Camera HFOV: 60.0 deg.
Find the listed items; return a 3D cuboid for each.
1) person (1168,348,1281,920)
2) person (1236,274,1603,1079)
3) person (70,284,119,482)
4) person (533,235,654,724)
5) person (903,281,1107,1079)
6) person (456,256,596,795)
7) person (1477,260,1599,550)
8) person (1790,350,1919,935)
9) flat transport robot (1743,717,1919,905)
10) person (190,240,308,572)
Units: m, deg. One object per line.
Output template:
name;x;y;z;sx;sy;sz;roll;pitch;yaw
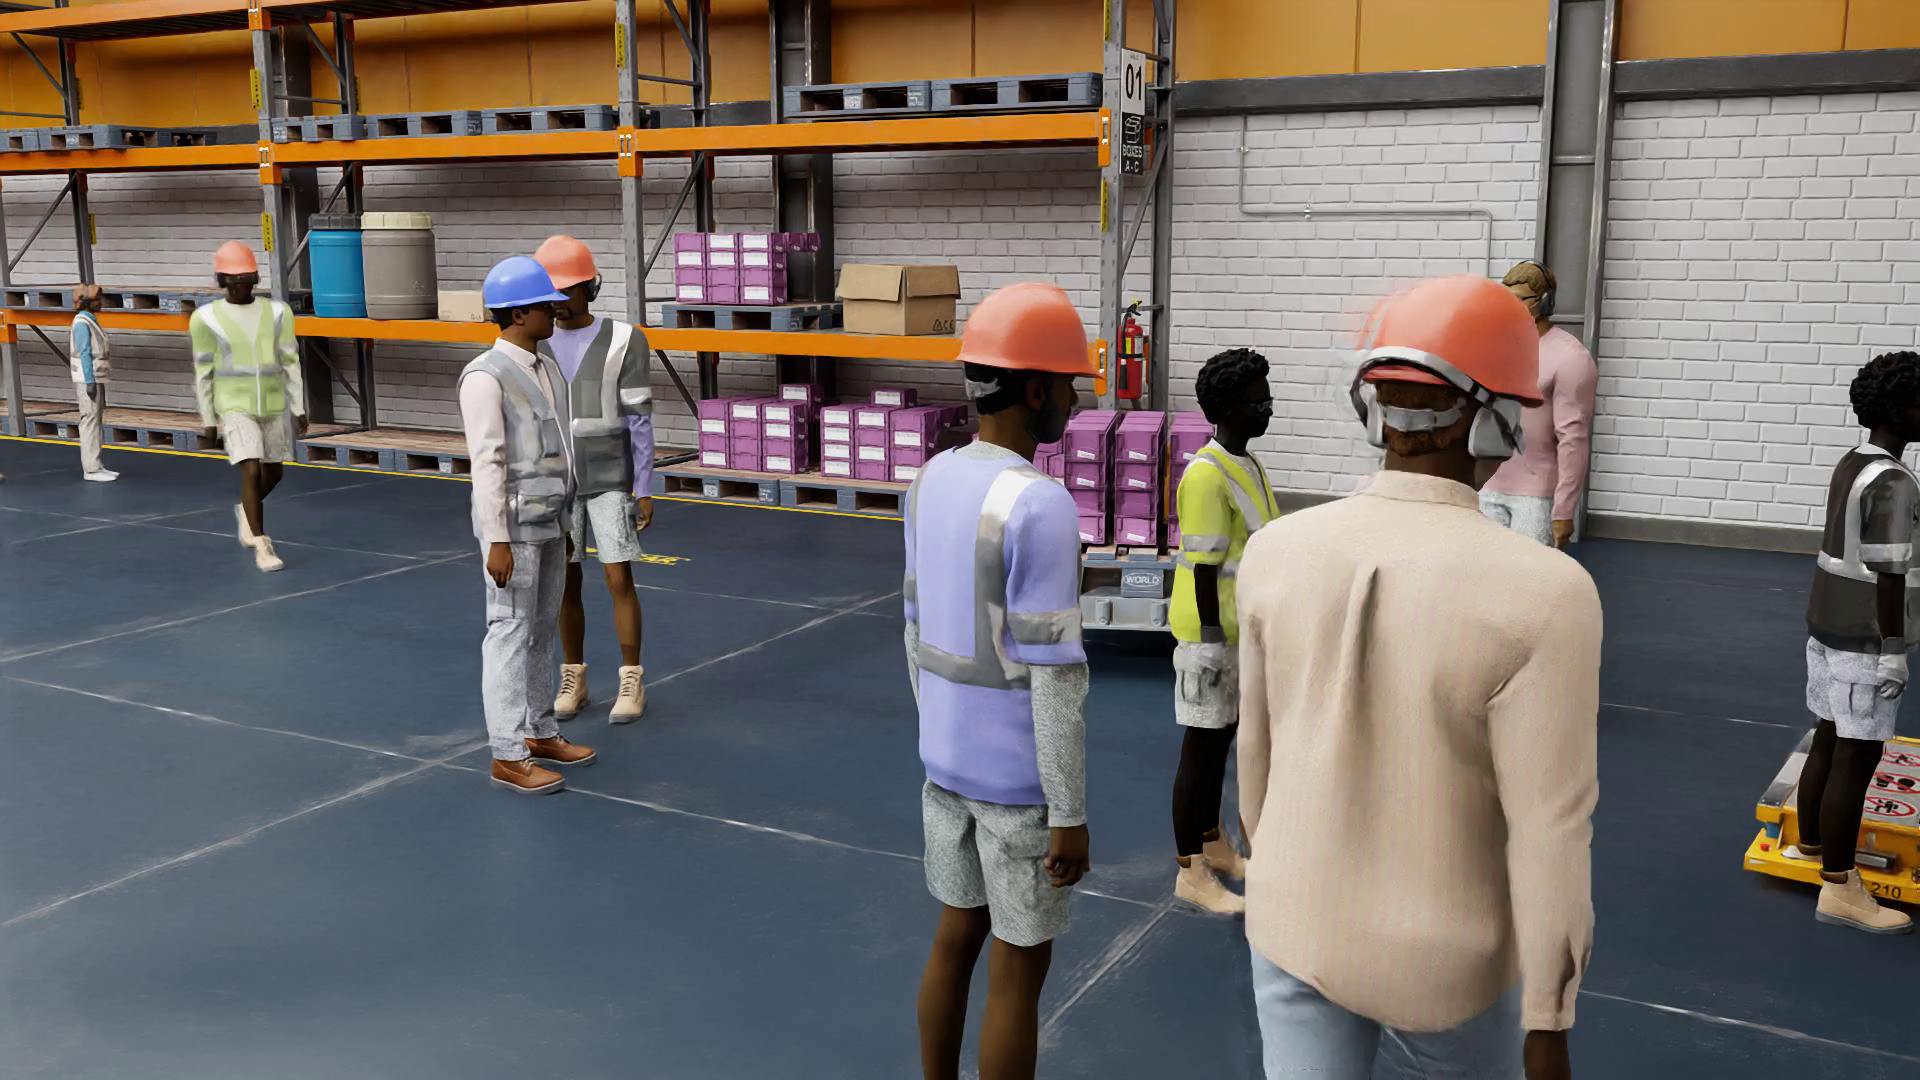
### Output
person;0.802;0.271;5.029;0.319;1.697;0.532;4;11;21
person;0.732;0.582;2.588;0.640;1.956;0.867;10;14;43
person;-7.217;-1.305;13.832;0.310;1.636;0.523;-4;11;-20
person;-1.578;-0.236;6.916;0.612;2.029;0.410;1;10;4
person;0.111;0.449;3.404;0.378;1.932;0.551;-6;12;-29
person;-1.602;-0.057;6.130;0.375;1.949;0.614;2;10;10
person;2.328;-0.180;6.876;0.363;1.932;0.633;-4;11;-20
person;2.684;0.292;4.916;0.318;1.697;0.536;3;11;14
flat transport robot;3.132;0.883;5.587;0.652;0.197;1.431;7;13;35
person;-4.410;-0.840;10.282;0.609;2.011;0.895;-9;14;-41
